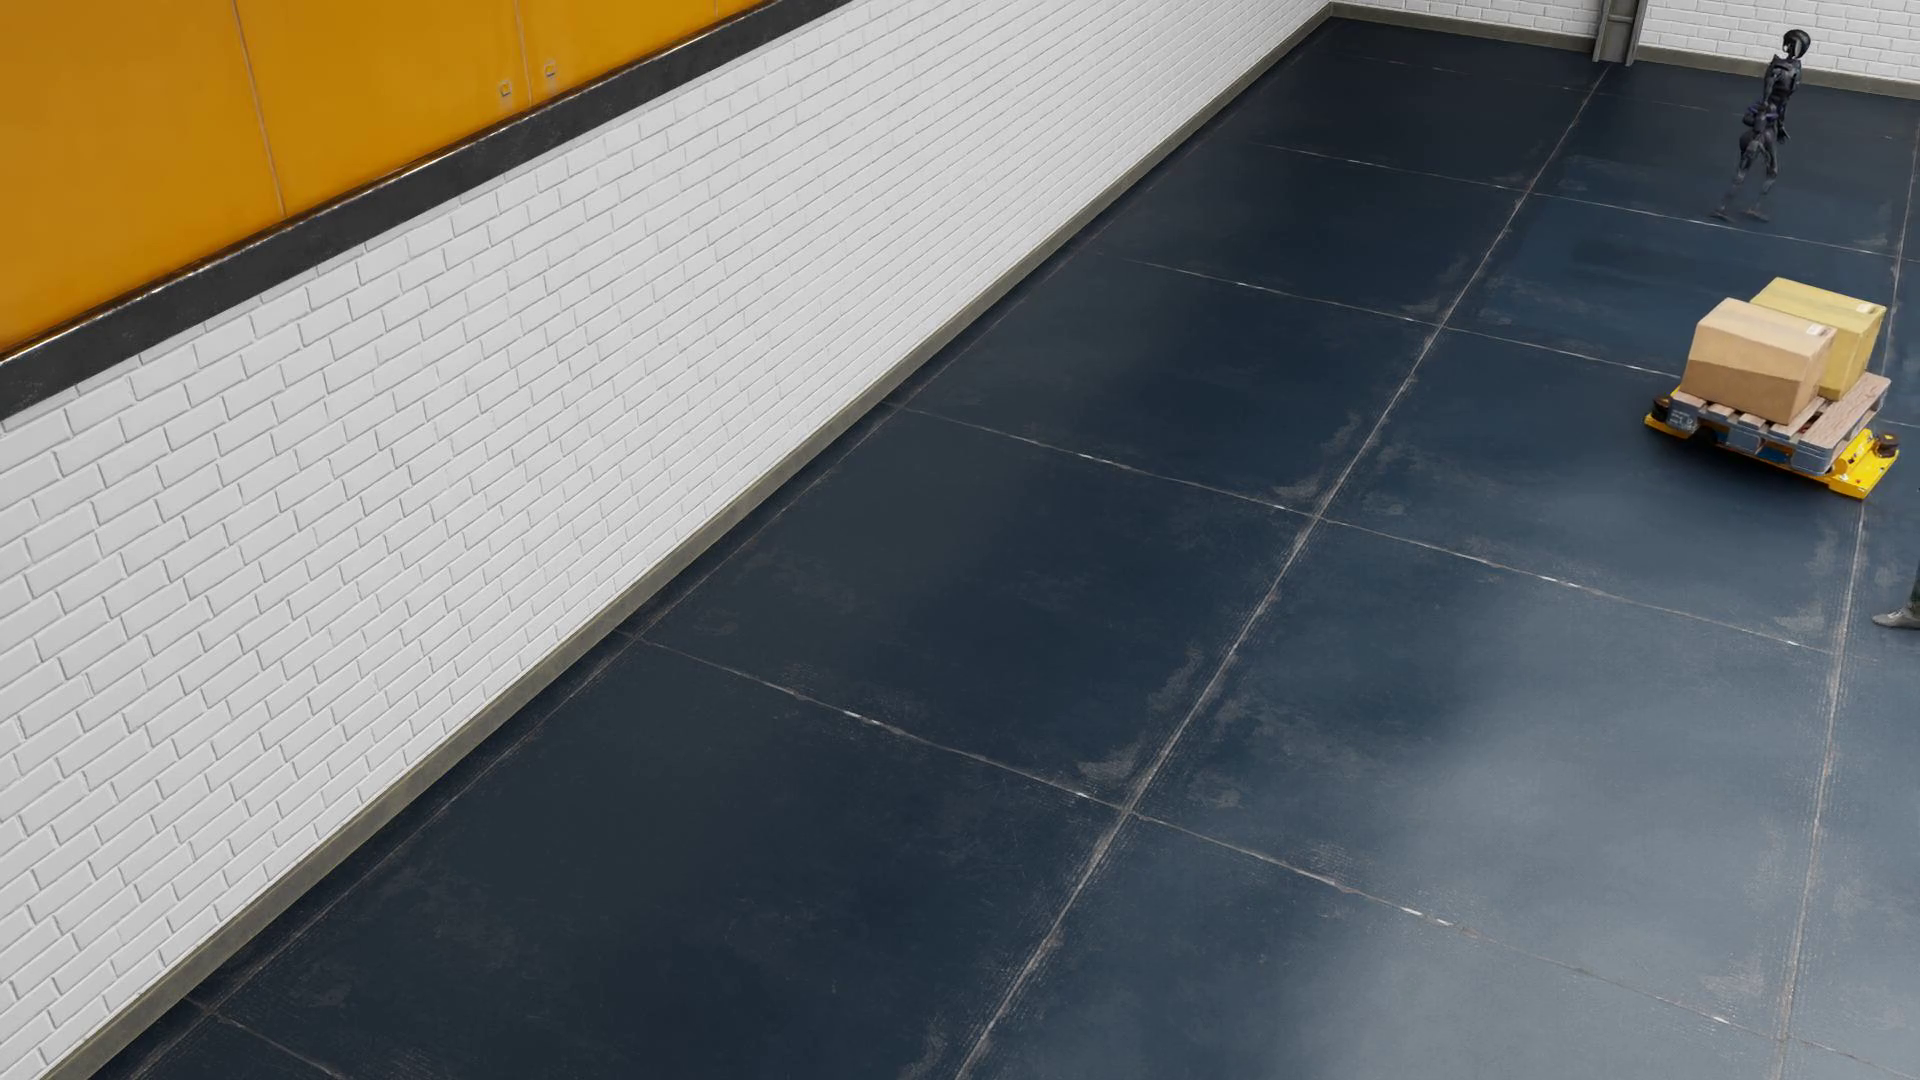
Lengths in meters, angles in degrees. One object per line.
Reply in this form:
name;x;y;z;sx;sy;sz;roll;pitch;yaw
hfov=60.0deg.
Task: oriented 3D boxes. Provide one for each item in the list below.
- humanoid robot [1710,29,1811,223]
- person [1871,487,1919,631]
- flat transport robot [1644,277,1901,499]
humanoid robot;6.691;-3.418;13.806;0.470;1.639;0.584;28;43;35
person;5.402;-0.219;8.904;0.453;1.827;0.601;3;34;5
flat transport robot;5.384;-0.718;11.046;1.431;0.231;0.659;26;42;33
